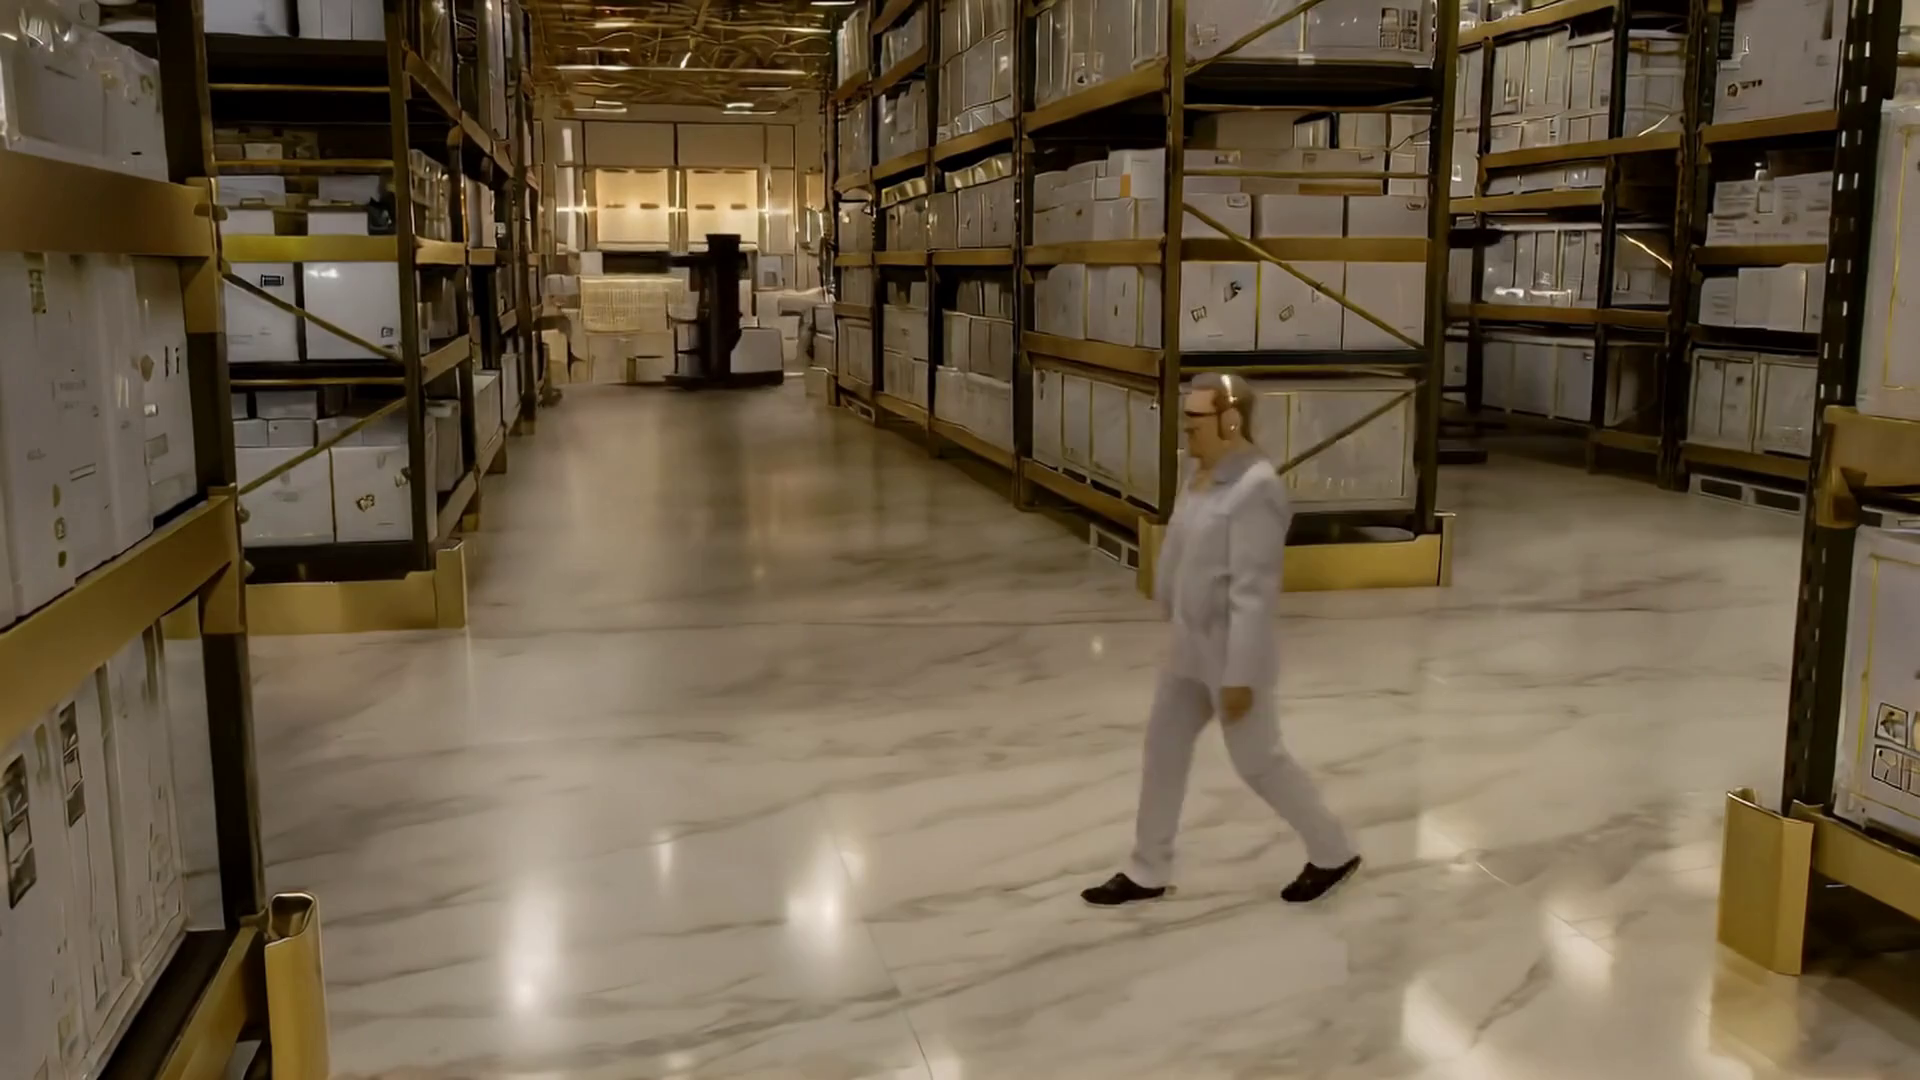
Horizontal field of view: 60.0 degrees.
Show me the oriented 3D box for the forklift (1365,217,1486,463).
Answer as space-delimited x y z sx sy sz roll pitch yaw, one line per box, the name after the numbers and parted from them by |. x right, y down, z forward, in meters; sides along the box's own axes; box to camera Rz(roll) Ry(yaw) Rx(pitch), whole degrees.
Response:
4.856 -2.286 18.759 1.873 2.768 1.129 -2 10 -12 | forklift

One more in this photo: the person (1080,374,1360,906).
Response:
0.946 0.362 5.704 0.959 1.871 0.653 -2 10 -12 | person

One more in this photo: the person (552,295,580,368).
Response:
-8.569 -4.466 35.897 0.668 1.620 0.523 -4 10 -23 | person

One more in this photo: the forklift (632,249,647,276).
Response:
-10.652 -8.274 55.253 1.873 2.768 1.129 -1 9 -5 | forklift

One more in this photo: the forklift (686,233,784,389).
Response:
-4.276 -4.206 30.461 1.873 2.768 1.129 -4 10 -25 | forklift
